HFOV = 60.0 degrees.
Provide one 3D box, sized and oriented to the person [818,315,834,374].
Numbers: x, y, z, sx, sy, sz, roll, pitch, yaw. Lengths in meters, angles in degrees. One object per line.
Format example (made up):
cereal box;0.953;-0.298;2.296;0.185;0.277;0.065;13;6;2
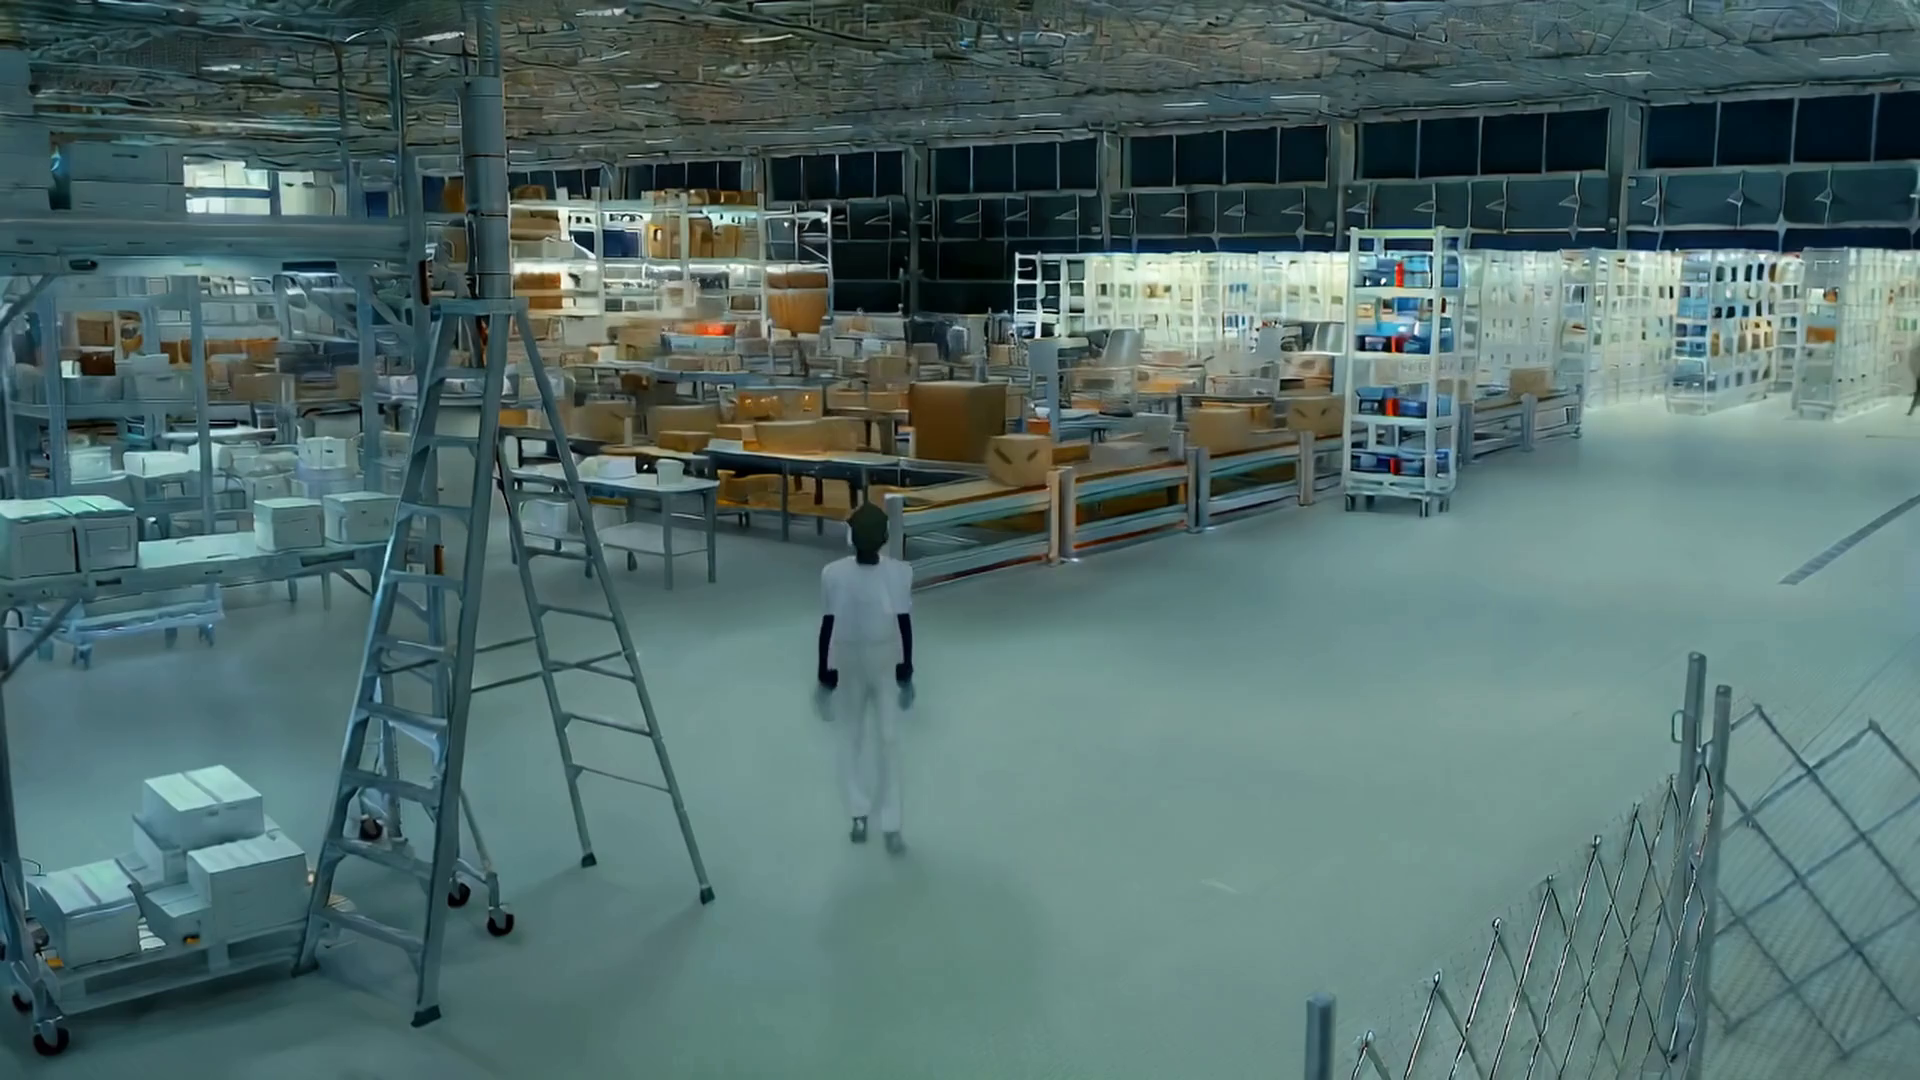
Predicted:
person;-3.821;-5.546;47.903;0.403;1.833;0.586;-9;12;-43

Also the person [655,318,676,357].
person;-7.393;-4.566;41.472;0.536;1.929;0.643;6;11;33

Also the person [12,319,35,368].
person;-23.974;-4.706;42.537;0.808;1.871;0.654;2;9;11

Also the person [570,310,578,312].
person;-16.360;-9.173;70.569;0.629;1.823;0.455;8;12;41

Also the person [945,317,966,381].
person;-0.118;-5.291;46.306;0.606;1.830;0.429;-1;9;-7

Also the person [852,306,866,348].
person;-4.064;-8.556;66.966;0.590;1.737;0.371;-2;9;-10

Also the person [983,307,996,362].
person;0.988;-7.078;57.235;0.407;1.906;0.655;4;10;22

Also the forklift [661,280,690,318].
forklift;-9.445;-7.264;55.369;1.129;2.768;1.873;-6;11;-34

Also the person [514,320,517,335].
person;-16.098;-7.466;59.663;0.409;1.908;0.639;-4;10;-24

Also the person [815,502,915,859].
person;-0.480;0.730;8.694;0.546;1.857;0.617;-1;9;-6

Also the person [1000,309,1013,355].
person;1.739;-7.722;61.803;0.485;1.735;0.346;-2;9;-13

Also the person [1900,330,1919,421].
person;19.849;-3.415;34.302;1.053;1.941;0.630;-3;10;-21

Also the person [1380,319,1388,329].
person;11.924;-5.416;47.165;0.604;1.816;0.623;-5;10;-30

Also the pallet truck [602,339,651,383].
pallet truck;-8.991;-4.871;45.351;0.653;1.274;1.630;7;11;37

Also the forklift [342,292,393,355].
forklift;-16.485;-5.622;45.120;1.129;2.768;1.873;7;11;37

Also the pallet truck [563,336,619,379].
pallet truck;-10.690;-5.294;48.215;1.601;1.201;0.680;-5;10;-26

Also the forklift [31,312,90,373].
forklift;-23.607;-5.330;43.294;1.873;2.768;1.129;7;11;37
